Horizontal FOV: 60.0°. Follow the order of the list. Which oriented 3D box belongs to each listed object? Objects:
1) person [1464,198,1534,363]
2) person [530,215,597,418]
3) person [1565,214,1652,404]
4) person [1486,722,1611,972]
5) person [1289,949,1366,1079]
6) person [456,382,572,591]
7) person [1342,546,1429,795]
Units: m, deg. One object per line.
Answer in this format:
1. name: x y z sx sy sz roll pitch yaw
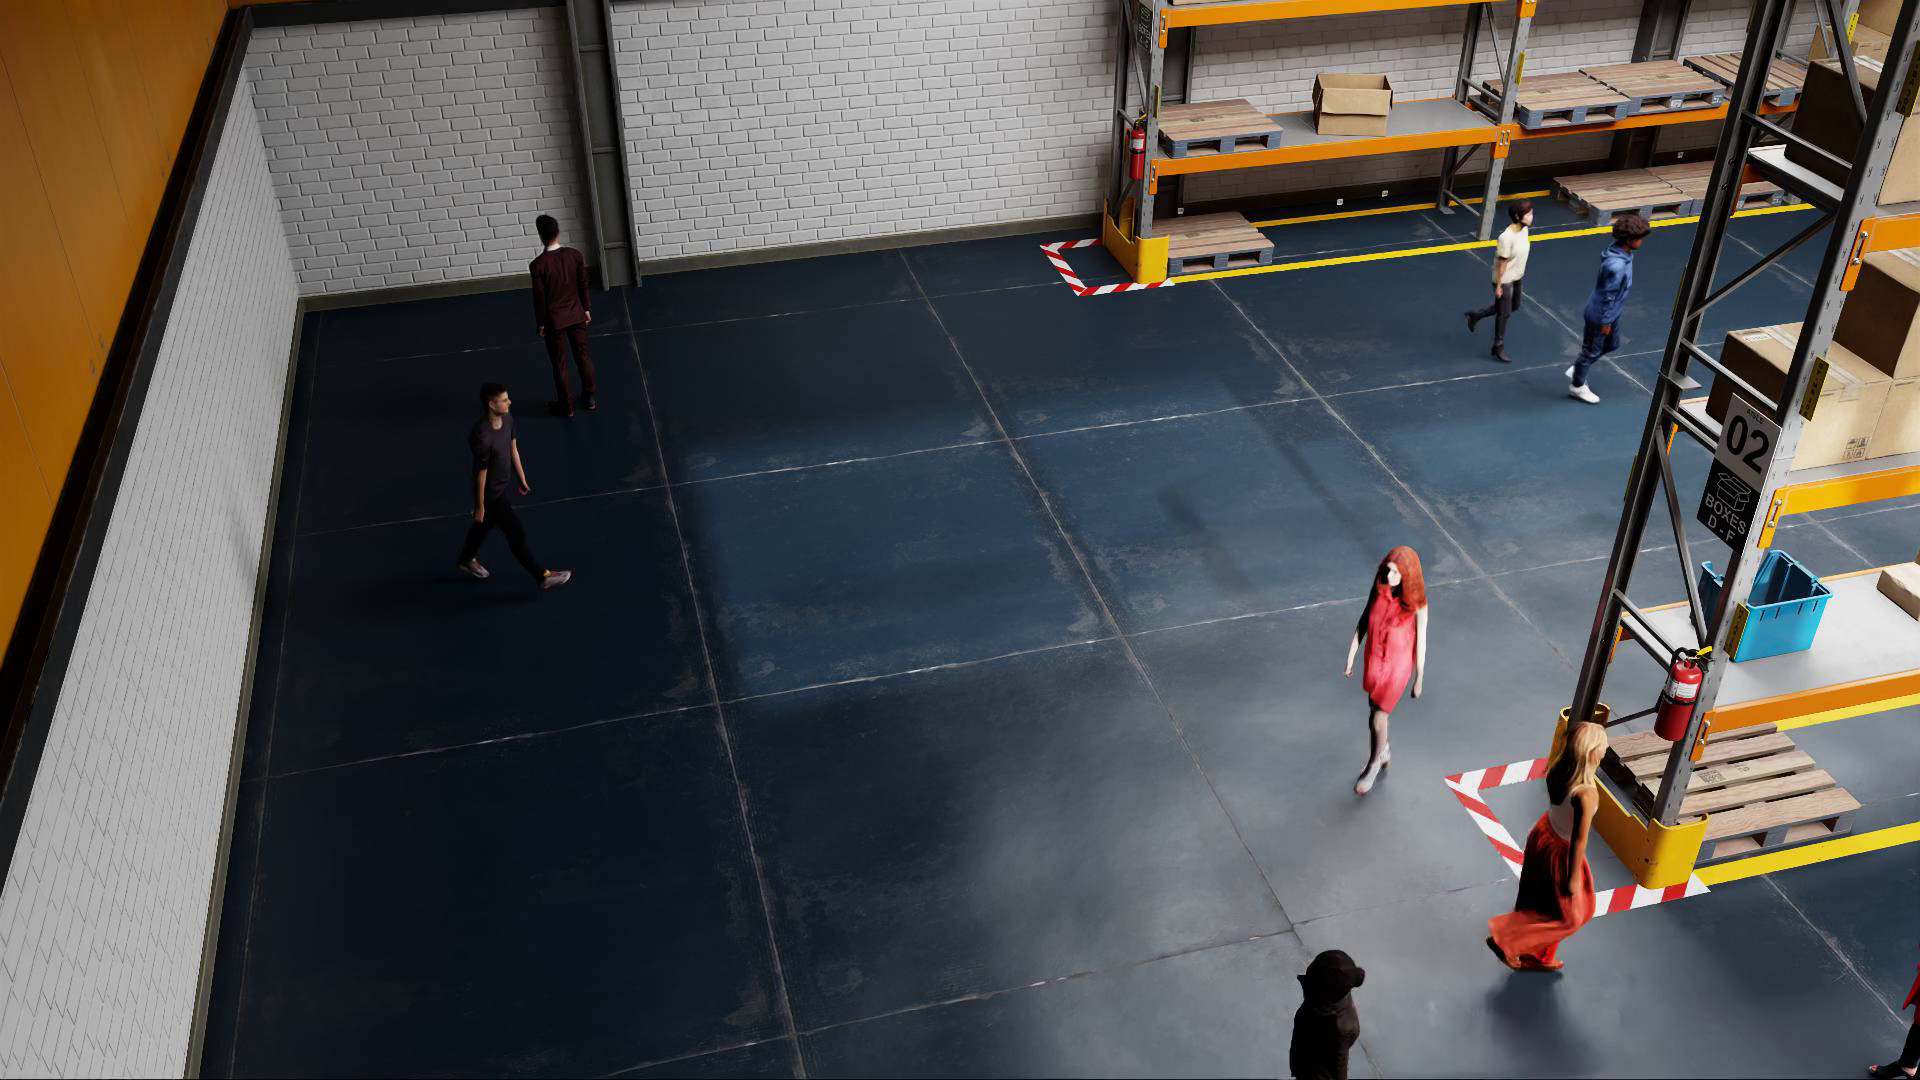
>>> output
1. person: 5.094 -2.467 15.653 0.891 1.574 0.886 28 43 35
2. person: -3.493 -1.974 14.649 0.683 1.865 0.827 -23 40 -31
3. person: 5.678 -2.072 14.864 0.883 1.791 0.831 16 37 22
4. person: 3.194 1.724 9.148 0.846 1.796 0.757 2 34 3
5. person: 1.556 2.584 8.006 0.725 1.628 1.115 -8 34 -12
6. person: -3.552 -0.370 12.376 1.285 1.710 0.989 7 34 11
7. person: 2.770 0.789 10.542 0.763 1.810 0.741 -22 39 -29
